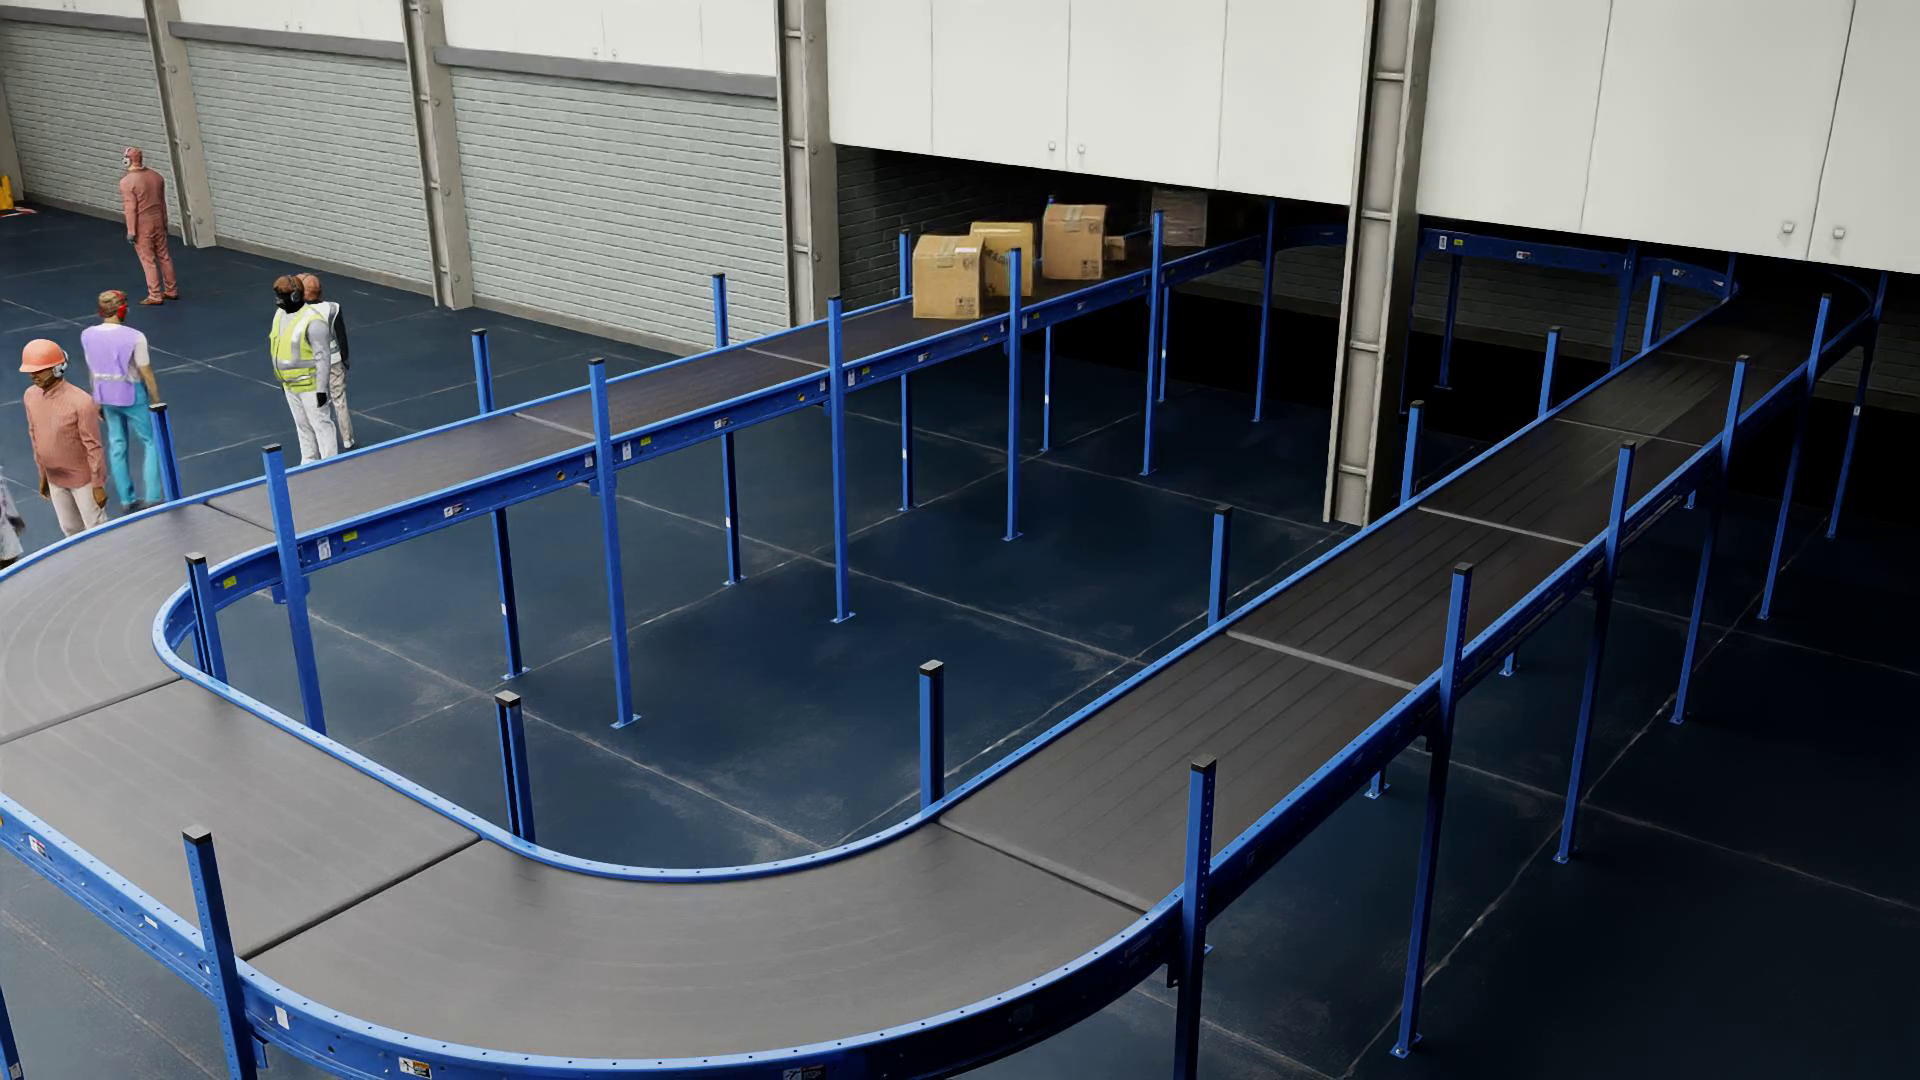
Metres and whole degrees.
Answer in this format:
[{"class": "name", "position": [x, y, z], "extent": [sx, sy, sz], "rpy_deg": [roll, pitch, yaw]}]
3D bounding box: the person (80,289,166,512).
[{"class": "person", "position": [-6.778, -1.107, 13.509], "extent": [0.583, 1.833, 0.403], "rpy_deg": [3, 22, 8]}]

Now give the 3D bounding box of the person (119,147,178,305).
[{"class": "person", "position": [-9.959, -3.831, 20.322], "extent": [0.403, 1.906, 0.652], "rpy_deg": [6, 22, 15]}]

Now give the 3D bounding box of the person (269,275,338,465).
[{"class": "person", "position": [-5.543, -1.321, 14.032], "extent": [0.619, 1.845, 0.430], "rpy_deg": [16, 26, 35]}]

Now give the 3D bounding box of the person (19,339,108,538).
[{"class": "person", "position": [-6.211, -0.440, 11.610], "extent": [0.605, 1.986, 0.403], "rpy_deg": [9, 23, 22]}]

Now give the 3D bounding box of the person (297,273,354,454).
[{"class": "person", "position": [-5.763, -1.590, 14.982], "extent": [0.523, 1.642, 0.306], "rpy_deg": [-12, 24, -28]}]
